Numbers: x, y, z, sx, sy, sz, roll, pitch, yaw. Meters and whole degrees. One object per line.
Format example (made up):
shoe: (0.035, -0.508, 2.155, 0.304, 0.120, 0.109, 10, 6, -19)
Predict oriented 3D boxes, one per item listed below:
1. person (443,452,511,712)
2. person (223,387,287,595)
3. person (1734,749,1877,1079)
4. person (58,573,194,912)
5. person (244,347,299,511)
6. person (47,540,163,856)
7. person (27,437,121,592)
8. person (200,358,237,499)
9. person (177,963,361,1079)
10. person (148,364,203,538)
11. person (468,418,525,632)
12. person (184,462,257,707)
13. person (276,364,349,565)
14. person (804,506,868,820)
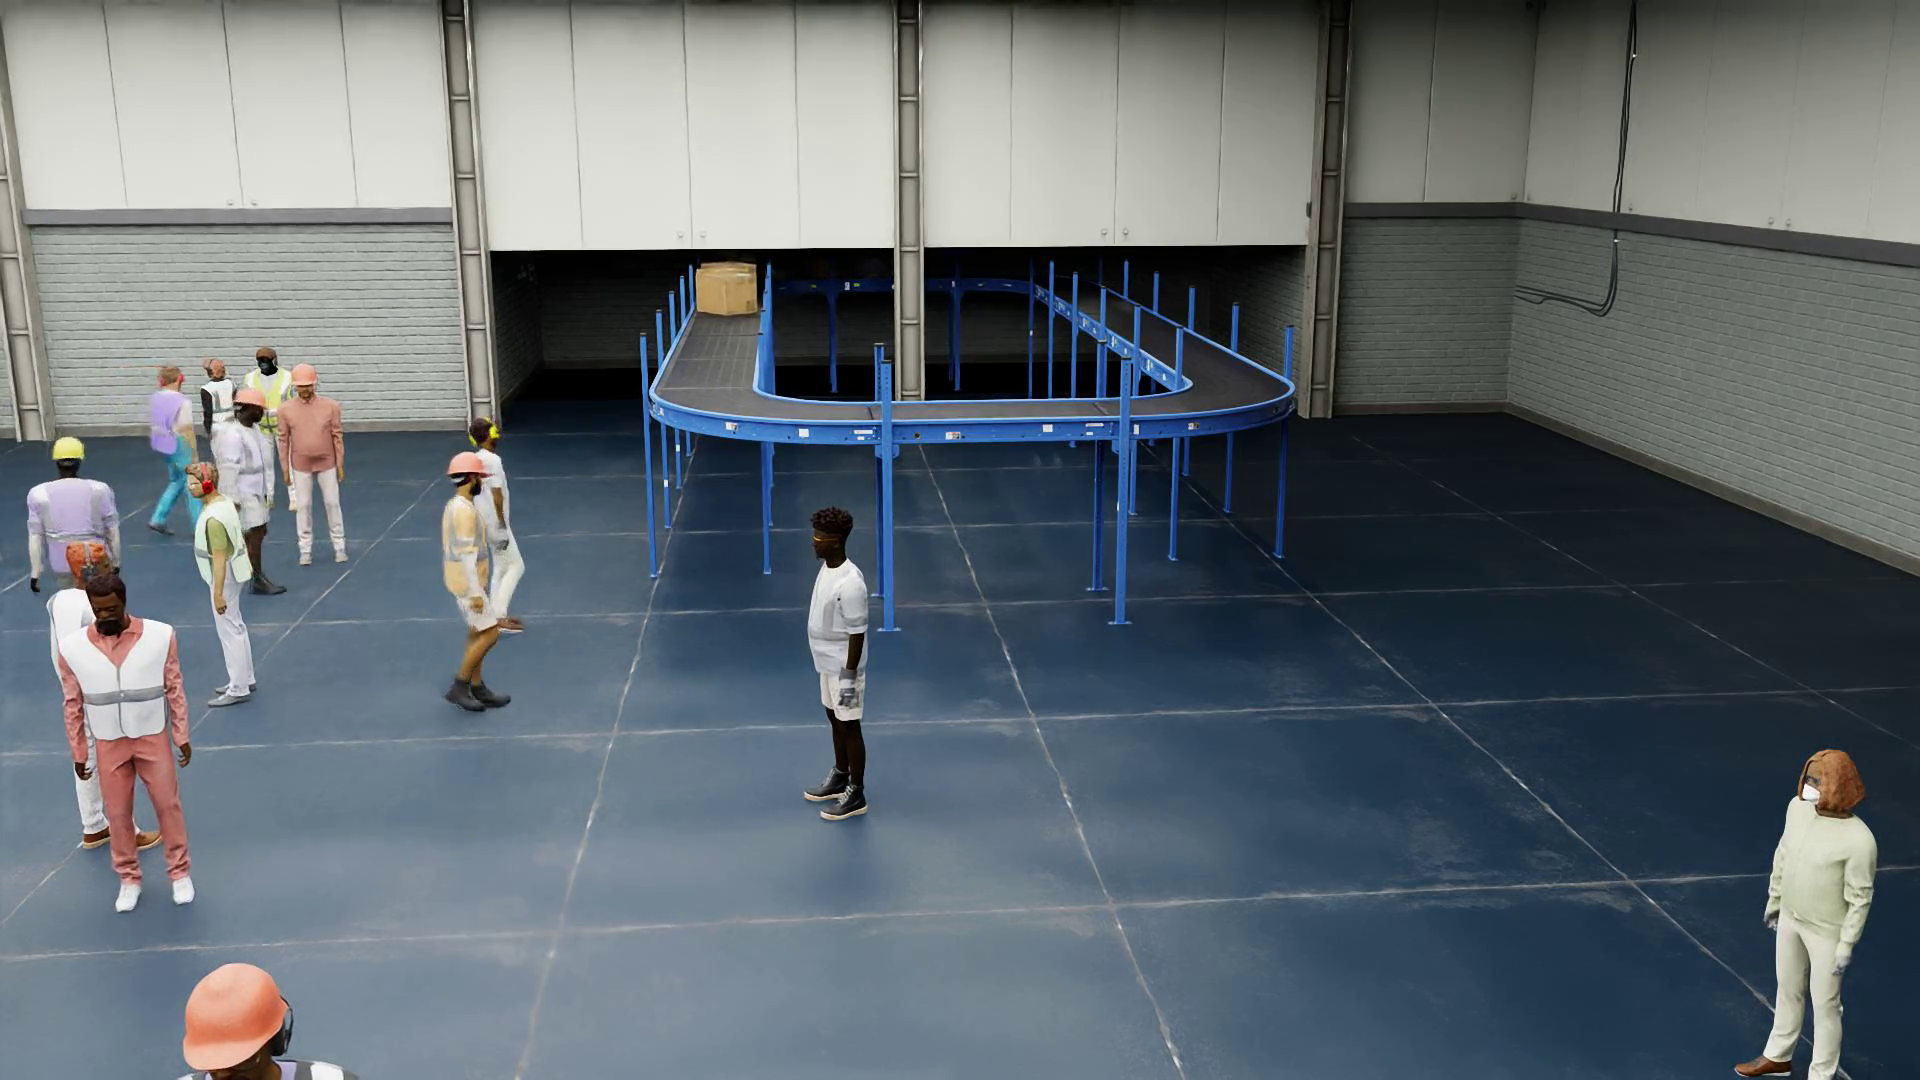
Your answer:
person: (-3.582, 0.326, 12.151, 0.427, 1.911, 0.605, -5, 15, -21)
person: (-6.599, -0.446, 15.240, 0.721, 1.897, 0.647, 0, 14, 2)
person: (3.708, 1.683, 7.244, 0.279, 1.634, 0.499, -4, 14, -14)
person: (-4.538, 1.087, 9.086, 0.598, 1.907, 0.407, -6, 15, -22)
person: (-7.611, -1.226, 18.465, 0.626, 1.843, 0.430, -1, 14, -5)
person: (-5.055, 0.926, 9.768, 0.582, 1.881, 0.338, 8, 16, 28)
person: (-6.795, 0.167, 12.803, 0.657, 1.907, 0.429, -7, 16, -26)
person: (-8.447, -1.266, 19.032, 0.309, 1.641, 0.515, 4, 15, 16)
person: (-1.933, 2.119, 4.670, 0.612, 2.041, 0.394, -3, 14, -13)
person: (-8.115, -0.900, 17.212, 0.660, 1.820, 0.521, 9, 17, 32)
person: (-3.959, -0.115, 14.074, 0.371, 1.817, 0.628, -13, 19, -41)
person: (-5.448, 0.315, 12.317, 0.395, 1.838, 0.560, -5, 15, -19)
person: (-6.306, -0.734, 16.216, 0.606, 1.985, 0.408, -5, 15, -19)
person: (-0.757, 0.751, 10.300, 0.367, 1.966, 0.604, -5, 15, -20)
